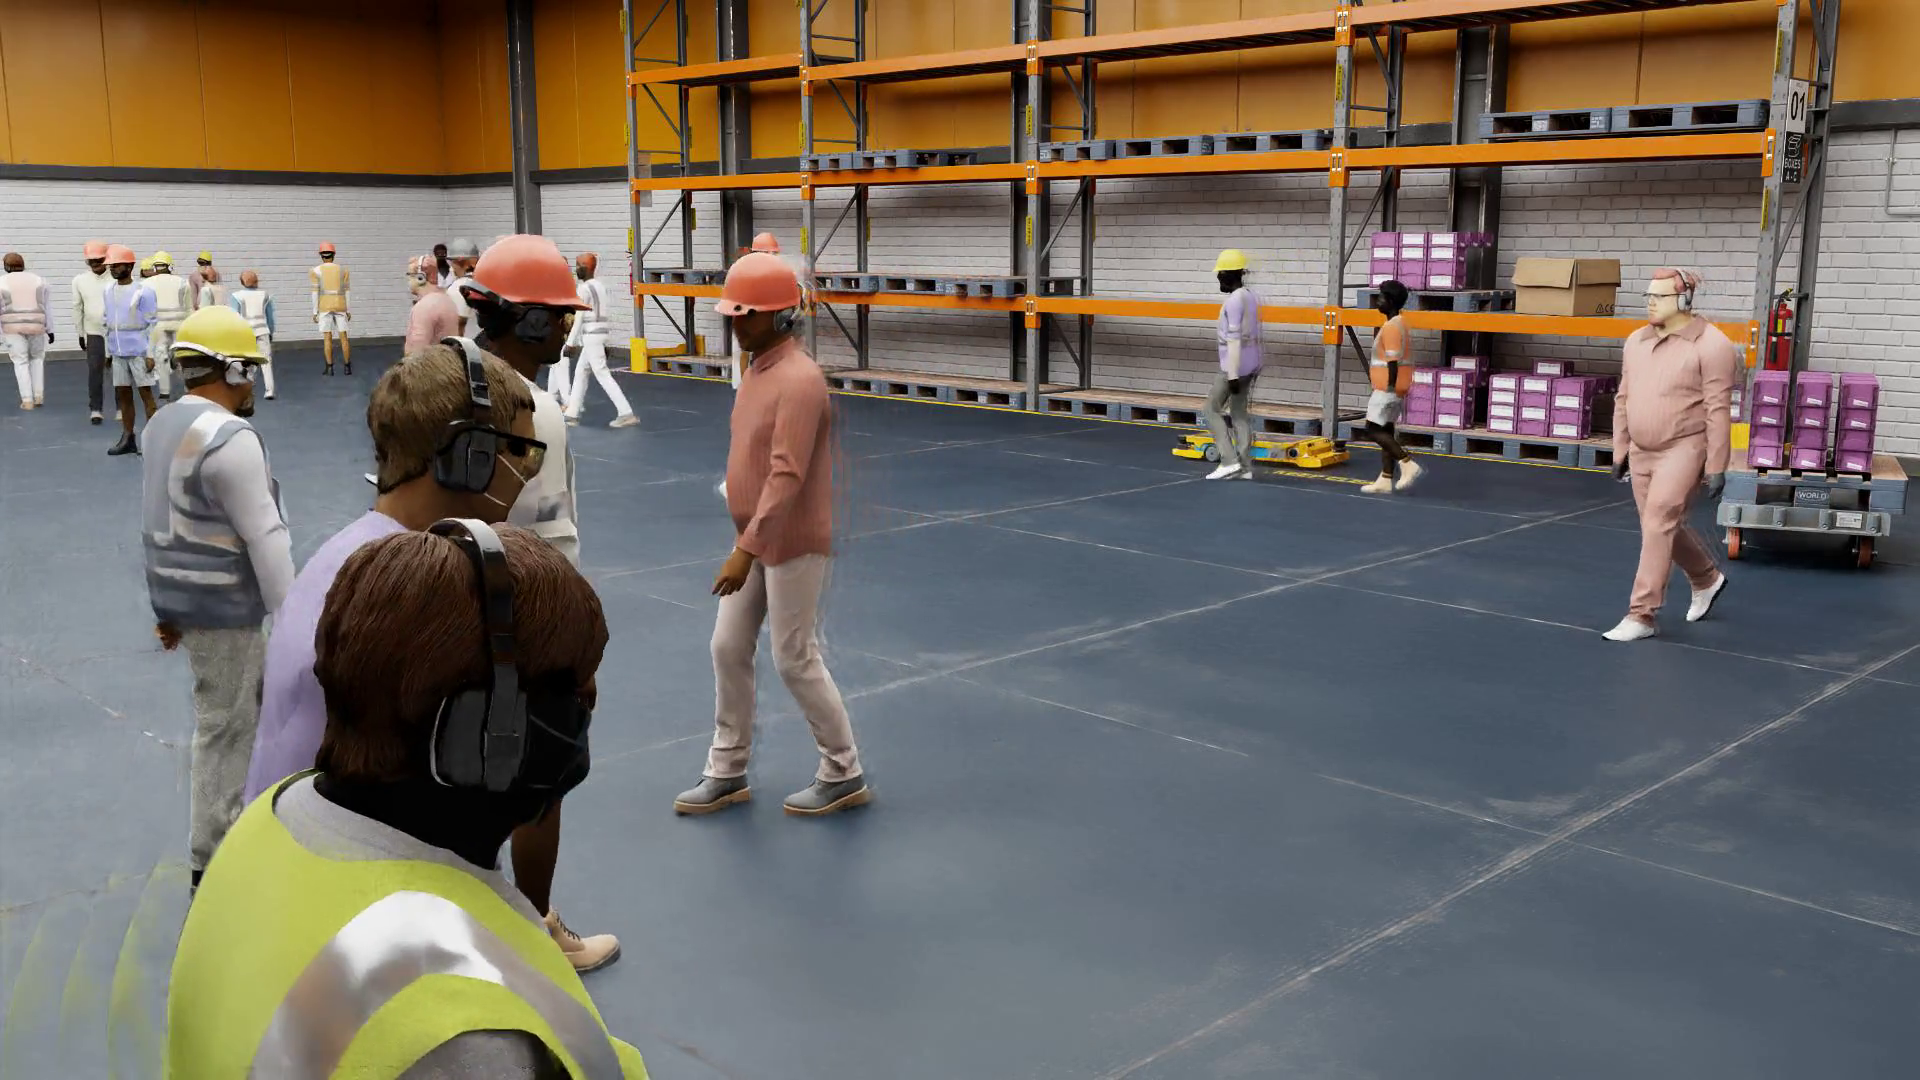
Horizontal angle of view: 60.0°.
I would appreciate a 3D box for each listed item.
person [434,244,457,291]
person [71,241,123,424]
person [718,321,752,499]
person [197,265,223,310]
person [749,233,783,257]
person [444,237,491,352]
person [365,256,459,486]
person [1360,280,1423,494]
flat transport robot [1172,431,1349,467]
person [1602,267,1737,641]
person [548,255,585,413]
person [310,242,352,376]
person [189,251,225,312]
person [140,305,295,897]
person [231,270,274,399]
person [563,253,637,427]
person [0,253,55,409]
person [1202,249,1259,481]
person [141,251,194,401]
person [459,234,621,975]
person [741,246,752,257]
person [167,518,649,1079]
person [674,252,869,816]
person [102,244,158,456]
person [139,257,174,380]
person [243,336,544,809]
[{"bbox_3d":[-7.547,-3.360,24.257,0.591,1.904,0.463,-8,13,-38],"label":"person"},{"bbox_3d":[-9.197,-2.225,17.918,0.626,1.945,0.961,-4,11,-23],"label":"person"},{"bbox_3d":[-1.461,-1.086,11.968,0.403,1.857,0.555,0,10,-1],"label":"person"},{"bbox_3d":[-9.954,-2.814,22.040,0.507,1.623,0.520,1,10,5],"label":"person"},{"bbox_3d":[-1.951,-2.065,16.796,0.374,2.043,0.614,3,11,14],"label":"person"},{"bbox_3d":[-4.246,-1.669,14.646,0.837,2.000,0.686,1,10,4],"label":"person"},{"bbox_3d":[-4.125,-1.231,12.740,0.976,1.852,0.676,-1,10,-4],"label":"person"},{"bbox_3d":[3.361,-1.175,12.930,0.419,1.684,0.539,4,11,22],"label":"person"},{"bbox_3d":[2.693,-0.834,14.921,1.431,0.197,0.652,7,13,34],"label":"flat transport robot"},{"bbox_3d":[3.644,-0.444,8.441,0.889,1.877,0.655,-4,11,-22],"label":"person"},{"bbox_3d":[-4.481,-2.336,18.940,0.832,1.807,0.626,6,12,28],"label":"person"},{"bbox_3d":[-9.098,-3.341,24.073,0.545,1.927,0.385,-6,12,-29],"label":"person"},{"bbox_3d":[-12.077,-3.749,26.732,0.524,1.769,0.316,0,10,-2],"label":"person"},{"bbox_3d":[-2.249,0.191,5.143,0.500,1.803,0.604,-8,13,-39],"label":"person"},{"bbox_3d":[-8.757,-2.543,20.638,0.537,1.587,0.877,-9,14,-40],"label":"person"},{"bbox_3d":[-3.877,-2.102,17.578,0.977,1.844,0.587,1,10,5],"label":"person"},{"bbox_3d":[-11.018,-2.448,19.508,0.648,1.812,0.709,-9,14,-40],"label":"person"},{"bbox_3d":[2.217,-1.427,13.702,0.499,1.910,0.590,5,11,24],"label":"person"},{"bbox_3d":[-9.696,-2.609,20.362,0.591,1.824,0.404,-7,12,-32],"label":"person"},{"bbox_3d":[-1.162,0.217,4.422,0.461,2.029,0.608,-6,12,-31],"label":"person"},{"bbox_3d":[-2.639,-2.827,21.396,0.547,1.874,0.616,-5,12,-27],"label":"person"},{"bbox_3d":[-0.536,0.868,1.525,0.992,1.799,0.628,-8,13,-36],"label":"person"},{"bbox_3d":[-0.619,0.012,5.693,0.663,1.961,0.637,-6,12,-28],"label":"person"},{"bbox_3d":[-7.638,-1.736,15.289,0.542,1.939,0.364,3,11,13],"label":"person"},{"bbox_3d":[-11.317,-3.120,23.447,0.491,1.721,0.737,1,10,7],"label":"person"},{"bbox_3d":[-0.789,0.663,2.379,0.894,1.873,0.640,-4,11,-22],"label":"person"}]
